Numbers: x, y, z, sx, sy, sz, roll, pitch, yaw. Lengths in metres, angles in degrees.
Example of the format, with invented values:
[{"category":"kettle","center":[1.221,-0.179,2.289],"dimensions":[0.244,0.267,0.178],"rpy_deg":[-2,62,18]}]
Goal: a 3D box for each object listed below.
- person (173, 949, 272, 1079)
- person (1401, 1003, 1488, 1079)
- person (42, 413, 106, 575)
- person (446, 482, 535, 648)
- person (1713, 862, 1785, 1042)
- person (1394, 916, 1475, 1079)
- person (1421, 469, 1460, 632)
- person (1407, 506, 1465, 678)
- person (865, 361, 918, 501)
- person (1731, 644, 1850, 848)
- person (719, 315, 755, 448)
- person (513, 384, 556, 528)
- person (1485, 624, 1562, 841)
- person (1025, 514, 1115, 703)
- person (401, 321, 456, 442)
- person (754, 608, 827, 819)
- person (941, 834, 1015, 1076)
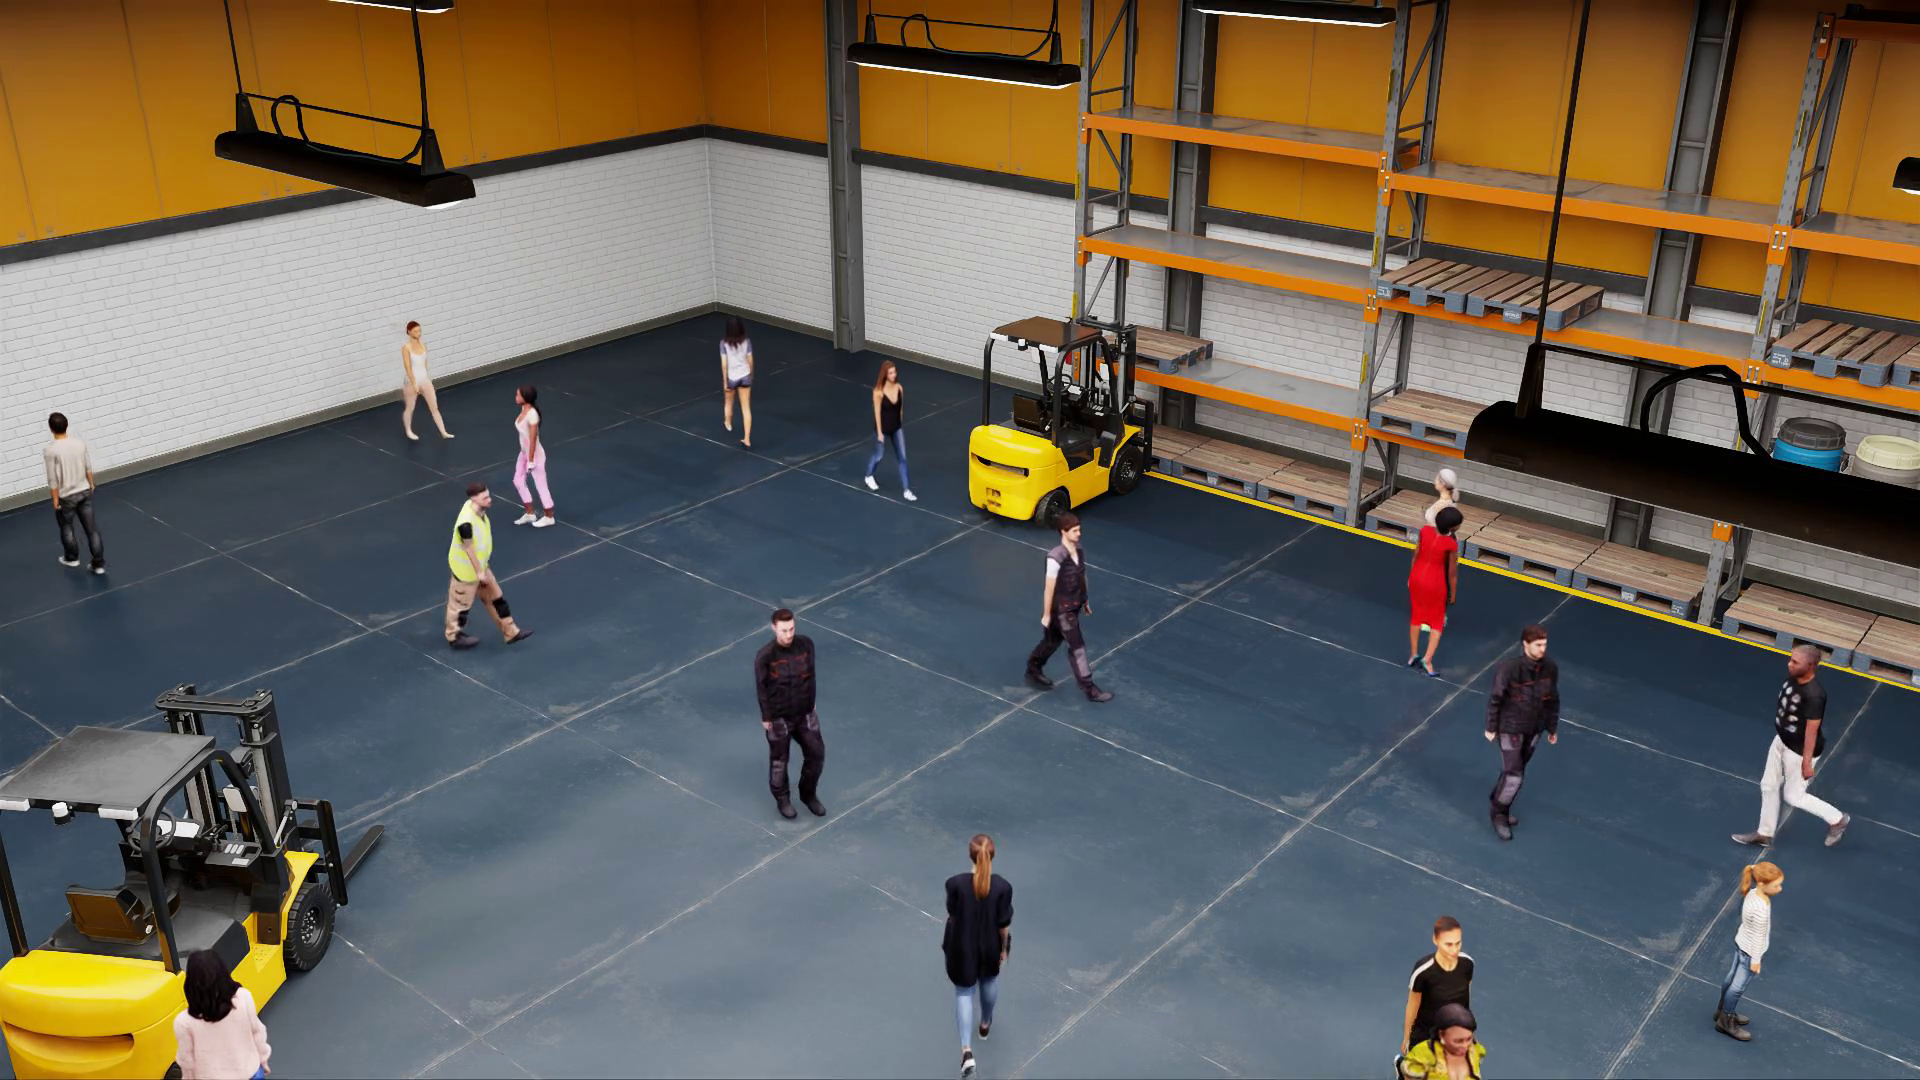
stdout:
[{"category":"person","center":[-4.227,3.125,9.631],"dimensions":[0.710,1.769,0.661],"rpy_deg":[-14,27,-28]},{"category":"person","center":[2.650,3.272,9.444],"dimensions":[0.900,1.649,0.996],"rpy_deg":[-10,26,-22]},{"category":"person","center":[-9.446,-0.468,17.823],"dimensions":[0.902,1.790,0.731],"rpy_deg":[16,28,32]},{"category":"person","center":[-4.809,0.266,16.166],"dimensions":[1.211,1.773,1.100],"rpy_deg":[-2,24,-5]},{"category":"person","center":[5.269,2.724,11.117],"dimensions":[0.544,1.313,0.532],"rpy_deg":[8,25,17]},{"category":"person","center":[2.853,2.965,10.141],"dimensions":[0.900,1.653,1.033],"rpy_deg":[-6,24,-14]},{"category":"person","center":[4.814,0.095,16.646],"dimensions":[0.571,1.701,0.632],"rpy_deg":[14,27,29]},{"category":"person","center":[4.428,0.446,15.815],"dimensions":[0.489,1.724,0.699],"rpy_deg":[11,26,24]},{"category":"person","center":[-0.910,-1.331,19.936],"dimensions":[0.777,1.679,1.159],"rpy_deg":[-16,28,-32]},{"category":"person","center":[6.618,1.642,13.008],"dimensions":[1.174,1.781,1.054],"rpy_deg":[1,24,2]},{"category":"person","center":[-2.853,-2.030,21.532],"dimensions":[0.989,1.682,1.200],"rpy_deg":[-8,25,-18]},{"category":"person","center":[-4.802,-0.967,19.039],"dimensions":[0.785,1.731,0.727],"rpy_deg":[-12,26,-25]},{"category":"person","center":[4.435,1.468,13.354],"dimensions":[0.865,1.821,0.894],"rpy_deg":[-9,25,-20]},{"category":"person","center":[0.895,0.613,15.336],"dimensions":[1.234,1.802,0.795],"rpy_deg":[14,27,29]},{"category":"person","center":[-7.141,-2.047,21.668],"dimensions":[1.008,1.605,0.606],"rpy_deg":[17,29,34]},{"category":"person","center":[-1.418,1.369,13.490],"dimensions":[0.808,1.894,0.814],"rpy_deg":[-13,27,-27]},{"category":"person","center":[0.106,2.694,10.751],"dimensions":[1.046,1.662,1.058],"rpy_deg":[1,24,1]}]
